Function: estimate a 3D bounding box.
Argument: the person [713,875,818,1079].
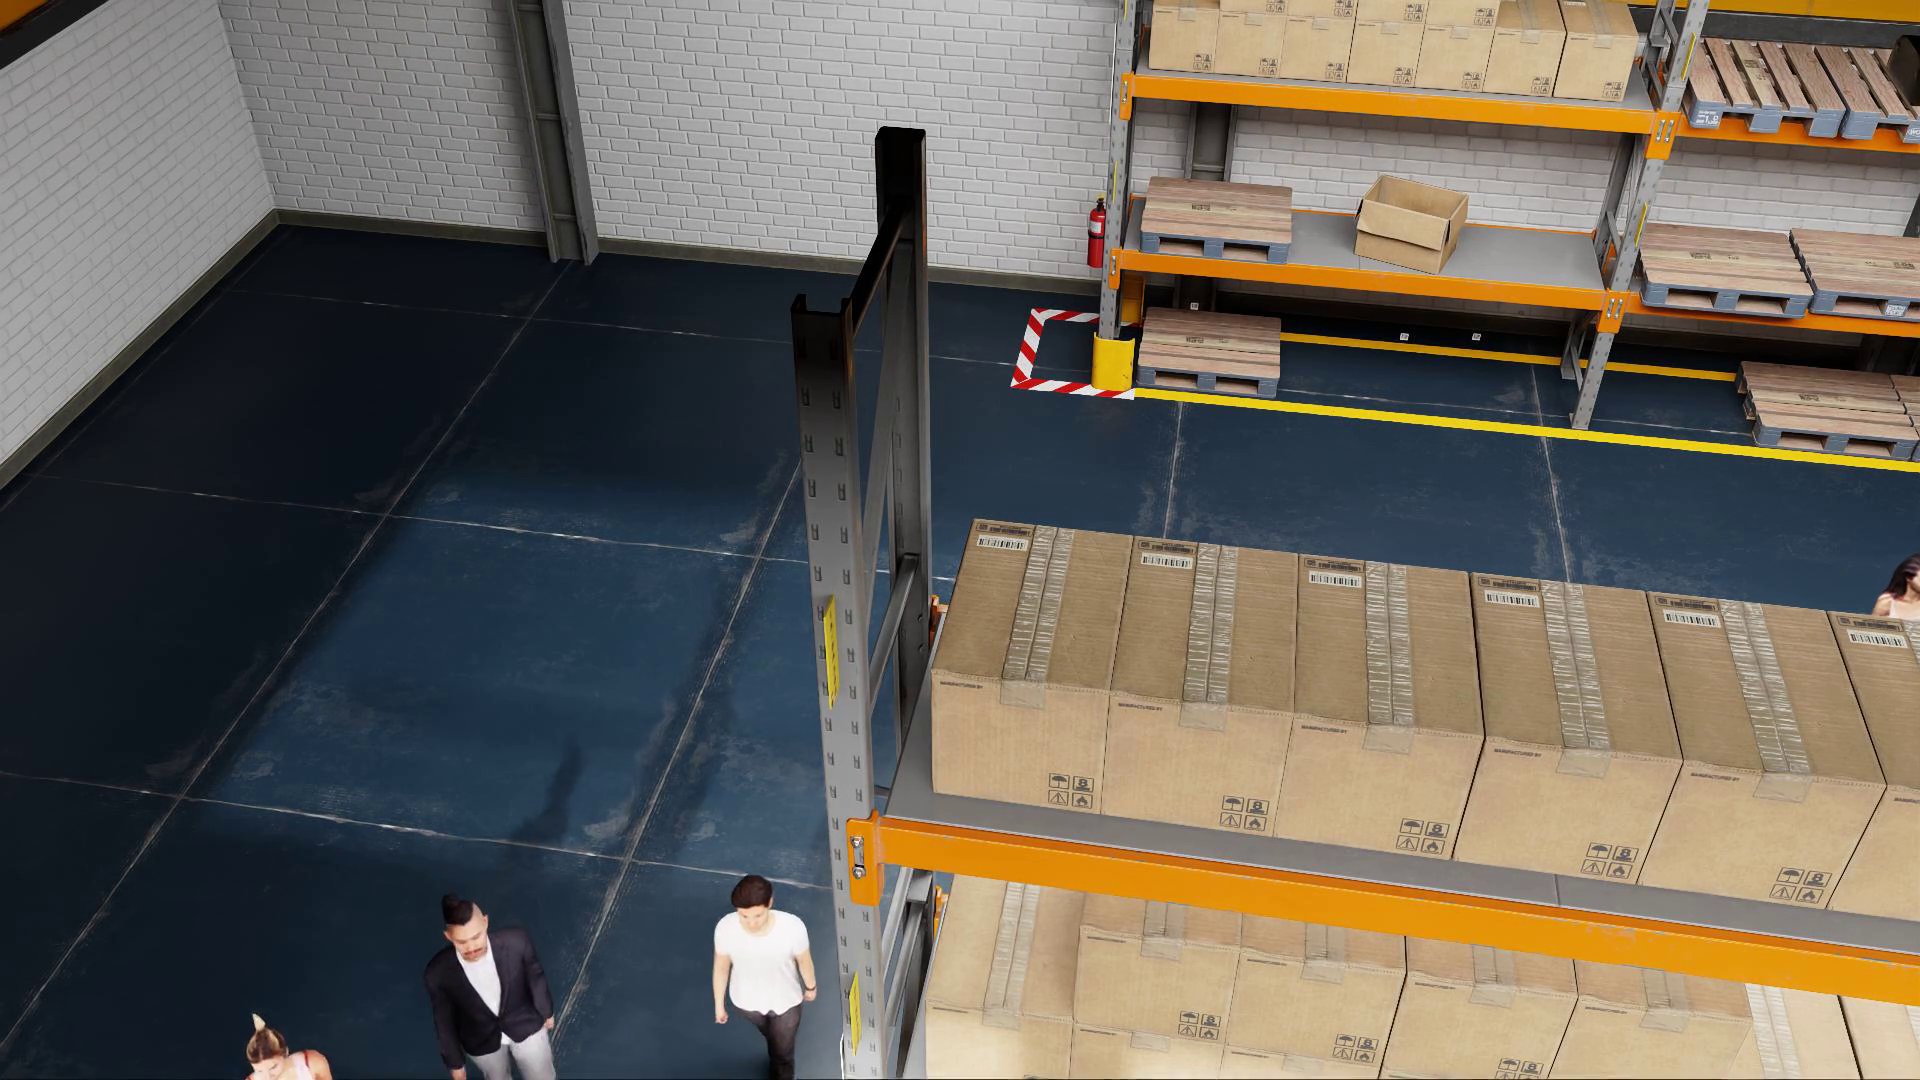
[{"bbox_3d":[-0.975,2.248,8.550,0.865,1.699,0.717,5,39,6],"label":"person"}]

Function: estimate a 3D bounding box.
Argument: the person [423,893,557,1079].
[{"bbox_3d":[-2.315,2.322,8.265,0.813,1.939,0.911,-14,41,-17],"label":"person"}]

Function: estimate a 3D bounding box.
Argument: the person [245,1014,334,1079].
[{"bbox_3d":[-3.133,2.770,7.950,0.875,1.633,0.910,-21,43,-24],"label":"person"}]
